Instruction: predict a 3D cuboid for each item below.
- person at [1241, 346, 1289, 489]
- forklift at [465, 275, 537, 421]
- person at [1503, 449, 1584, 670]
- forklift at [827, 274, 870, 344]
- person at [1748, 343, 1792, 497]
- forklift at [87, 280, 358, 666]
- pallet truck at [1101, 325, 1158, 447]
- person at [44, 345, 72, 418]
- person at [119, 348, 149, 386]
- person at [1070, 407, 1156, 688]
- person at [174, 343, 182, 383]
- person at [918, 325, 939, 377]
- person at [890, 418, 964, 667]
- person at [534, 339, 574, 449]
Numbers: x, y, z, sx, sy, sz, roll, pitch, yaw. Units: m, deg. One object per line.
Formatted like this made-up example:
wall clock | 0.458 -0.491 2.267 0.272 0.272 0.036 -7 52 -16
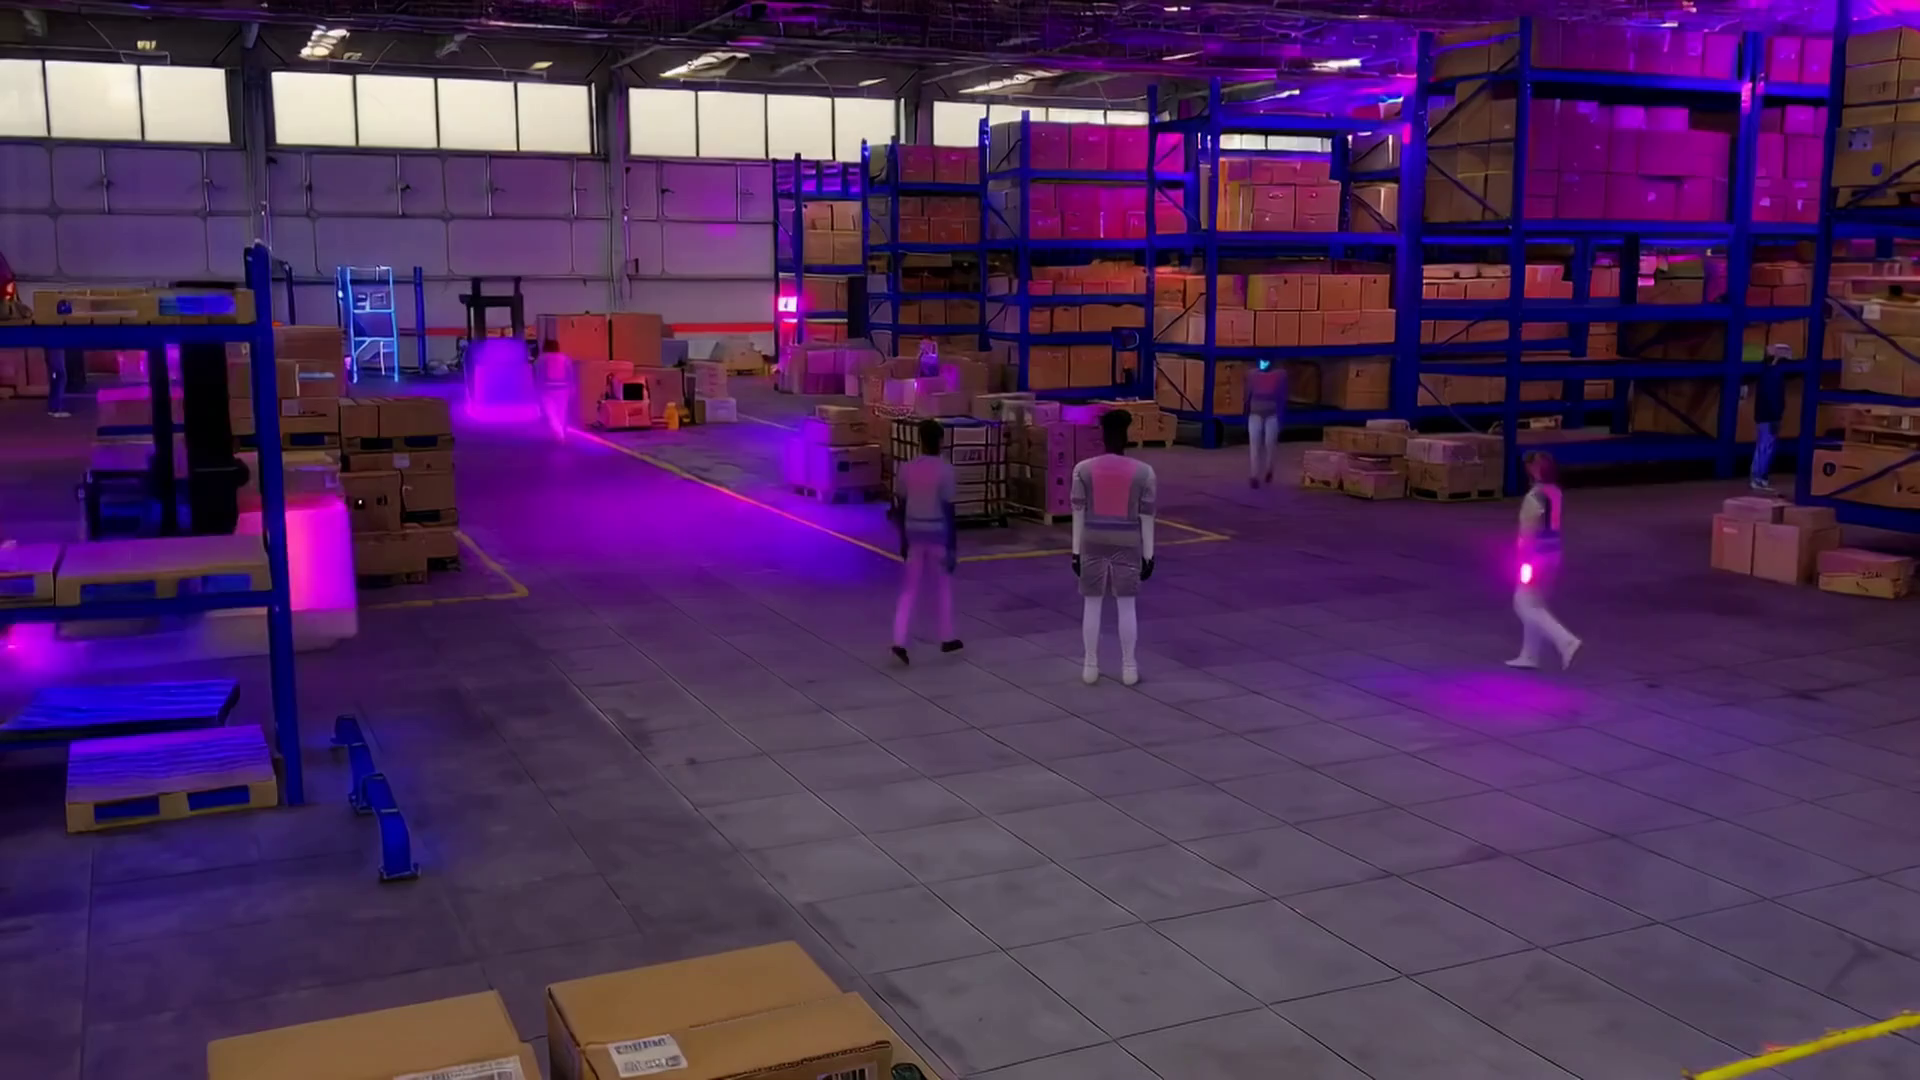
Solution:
person | 4.100 -1.665 22.433 0.630 1.913 0.749 2 9 11
forklift | -9.056 -3.801 32.672 1.129 2.768 1.873 -4 10 -25
person | 4.223 0.162 11.948 0.508 1.622 0.537 7 11 35
forklift | -2.685 -5.521 43.344 1.873 2.768 1.129 -4 10 -25
person | 10.483 -1.554 21.509 0.406 1.986 0.607 2 9 12
forklift | -5.723 -0.590 12.745 1.873 2.768 1.129 -4 10 -25
pallet truck | 2.881 -2.596 27.923 0.823 1.965 1.885 -1 9 -7
person | -17.988 -3.392 33.107 0.363 1.929 0.628 -1 9 -9
person | -17.038 -3.475 34.408 0.664 1.656 0.336 -1 9 -6
person | 1.064 0.058 11.604 0.598 1.958 0.378 1 9 8
person | -16.783 -3.856 35.993 0.392 1.923 0.541 -9 13 -43
person | -0.717 -4.000 37.567 0.540 1.696 0.316 -5 10 -26
person | -0.258 0.010 12.316 0.533 1.827 0.993 4 10 23
person | -6.602 -2.374 27.153 0.645 1.811 0.765 -6 11 -34
